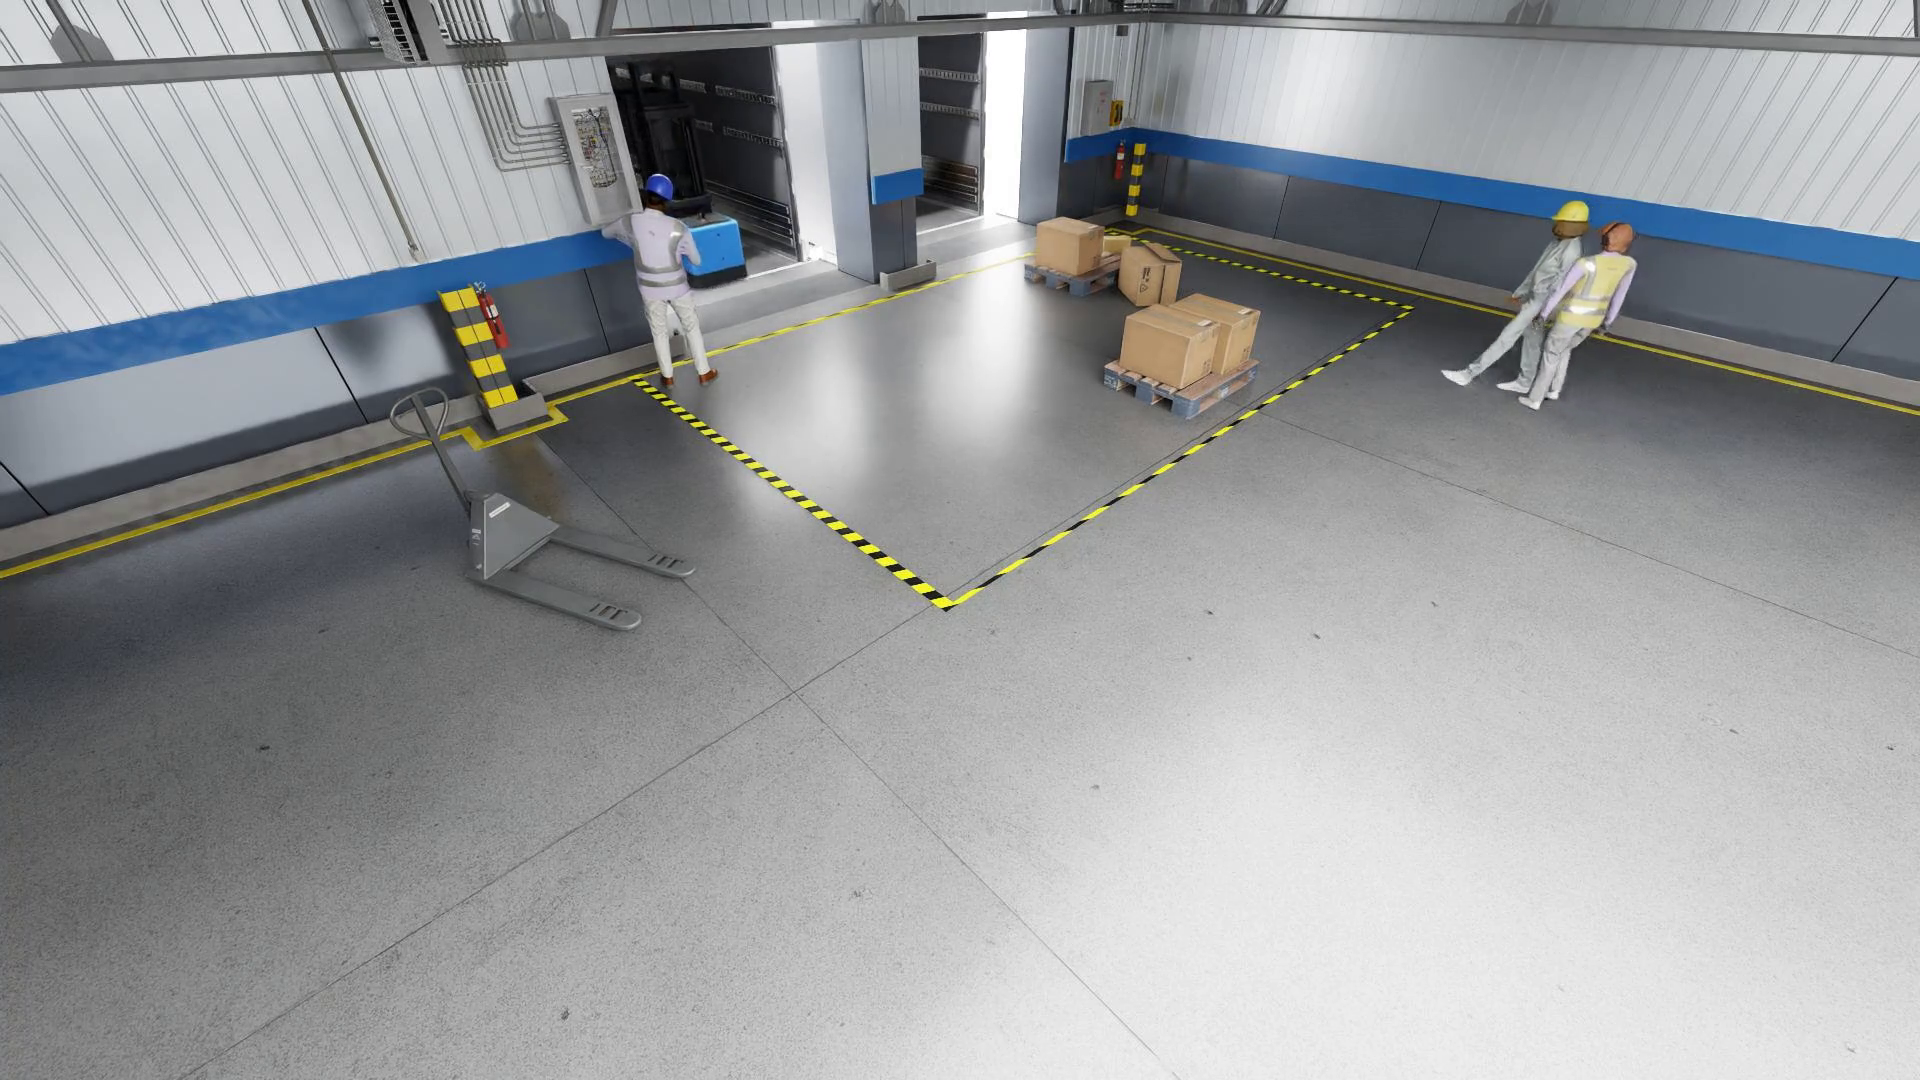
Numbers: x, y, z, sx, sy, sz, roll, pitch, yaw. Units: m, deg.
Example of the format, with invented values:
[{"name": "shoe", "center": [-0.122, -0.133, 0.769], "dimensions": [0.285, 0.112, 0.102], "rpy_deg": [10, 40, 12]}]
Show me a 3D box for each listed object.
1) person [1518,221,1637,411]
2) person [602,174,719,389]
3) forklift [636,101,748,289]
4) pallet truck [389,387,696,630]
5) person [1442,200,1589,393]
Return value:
[{"name": "person", "center": [5.411, -1.926, 6.447], "dimensions": [0.548, 1.623, 0.359], "rpy_deg": [-1, 38, -1]}, {"name": "person", "center": [-2.778, -2.384, 6.833], "dimensions": [0.792, 1.883, 0.700], "rpy_deg": [-9, 39, -11]}, {"name": "forklift", "center": [-3.345, -4.275, 9.149], "dimensions": [0.716, 2.013, 0.776], "rpy_deg": [-30, 47, -33]}, {"name": "pallet truck", "center": [-2.613, -0.247, 4.593], "dimensions": [1.601, 1.201, 0.680], "rpy_deg": [14, 40, 17]}, {"name": "person", "center": [5.155, -2.200, 6.725], "dimensions": [0.793, 1.709, 0.514], "rpy_deg": [16, 40, 20]}]
